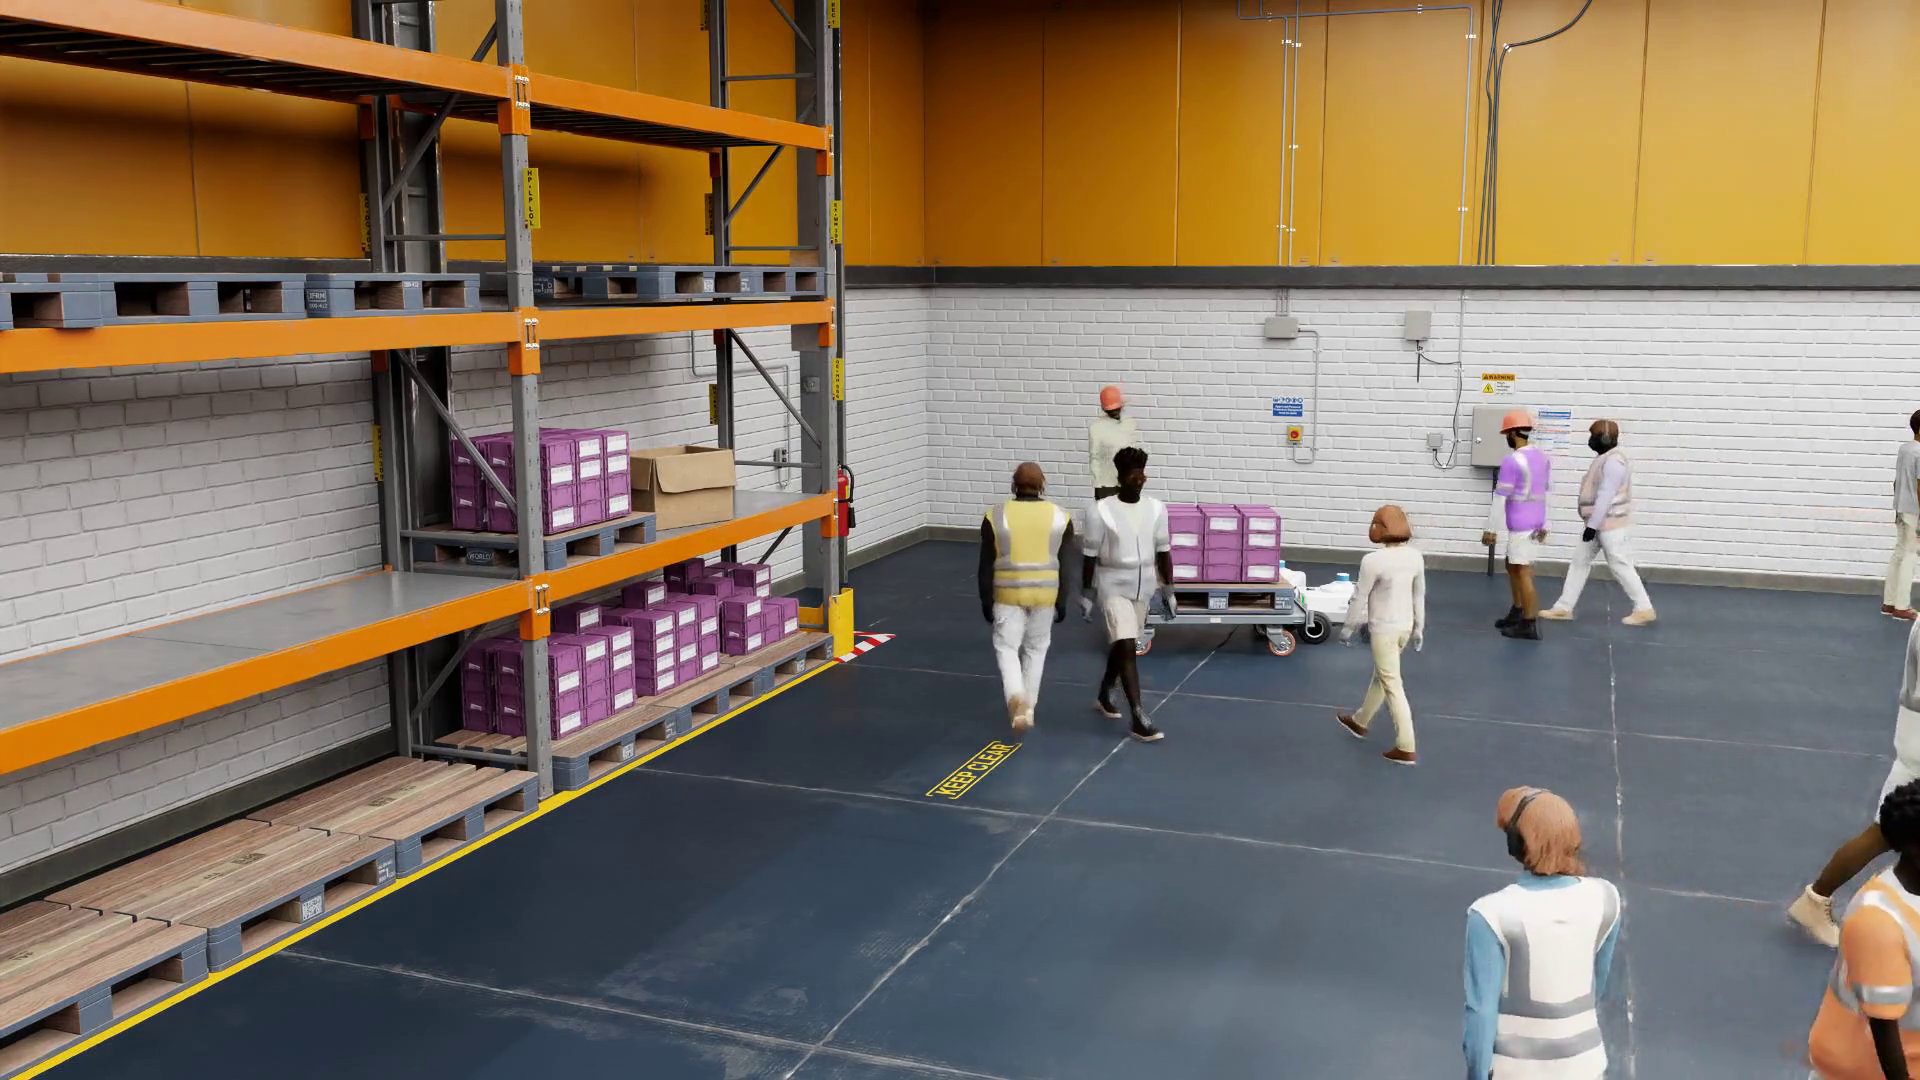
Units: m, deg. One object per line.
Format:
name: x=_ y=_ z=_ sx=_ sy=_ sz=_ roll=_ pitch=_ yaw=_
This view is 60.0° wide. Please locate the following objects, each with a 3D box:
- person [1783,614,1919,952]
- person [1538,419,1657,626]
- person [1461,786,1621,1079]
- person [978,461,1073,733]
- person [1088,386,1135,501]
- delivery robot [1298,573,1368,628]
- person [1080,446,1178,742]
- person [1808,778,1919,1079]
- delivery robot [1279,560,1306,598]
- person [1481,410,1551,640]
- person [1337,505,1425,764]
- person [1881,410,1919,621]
person: x=4.218 y=0.904 z=7.227 sx=1.087 sy=1.997 sz=0.607 roll=8 pitch=12 yaw=43
person: x=5.615 y=-0.151 z=14.443 sx=0.944 sy=1.801 sz=0.625 roll=1 pitch=9 yaw=7
person: x=1.618 y=1.485 z=4.788 sx=0.515 sy=1.589 sz=0.864 roll=-2 pitch=9 yaw=-13
person: x=0.439 y=0.390 z=10.974 sx=0.622 sy=1.822 sz=0.709 roll=-1 pitch=9 yaw=-5
person: x=1.580 y=-0.593 z=16.754 sx=0.767 sy=1.941 sz=0.458 roll=-8 pitch=12 yaw=-41
delivery robot: x=3.174 y=0.519 z=13.812 sx=0.707 sy=0.478 sz=0.477 roll=1 pitch=9 yaw=8
person: x=1.125 y=0.322 z=11.100 sx=0.621 sy=1.916 sz=0.997 roll=-4 pitch=10 yaw=-24
person: x=2.613 y=1.474 z=4.596 sx=0.536 sy=1.677 sz=0.566 roll=-6 pitch=11 yaw=-34
delivery robot: x=2.765 y=0.419 z=14.445 sx=0.477 sy=0.478 sz=0.707 roll=4 pitch=10 yaw=25
person: x=4.669 y=-0.130 z=13.947 sx=0.576 sy=1.898 sz=0.609 roll=-8 pitch=12 yaw=-41
person: x=2.642 y=0.571 z=10.537 sx=0.504 sy=1.594 sz=0.830 roll=-6 pitch=11 yaw=-34
person: x=8.411 y=-0.222 z=14.679 sx=0.309 sy=1.859 sz=0.535 roll=1 pitch=9 yaw=8
